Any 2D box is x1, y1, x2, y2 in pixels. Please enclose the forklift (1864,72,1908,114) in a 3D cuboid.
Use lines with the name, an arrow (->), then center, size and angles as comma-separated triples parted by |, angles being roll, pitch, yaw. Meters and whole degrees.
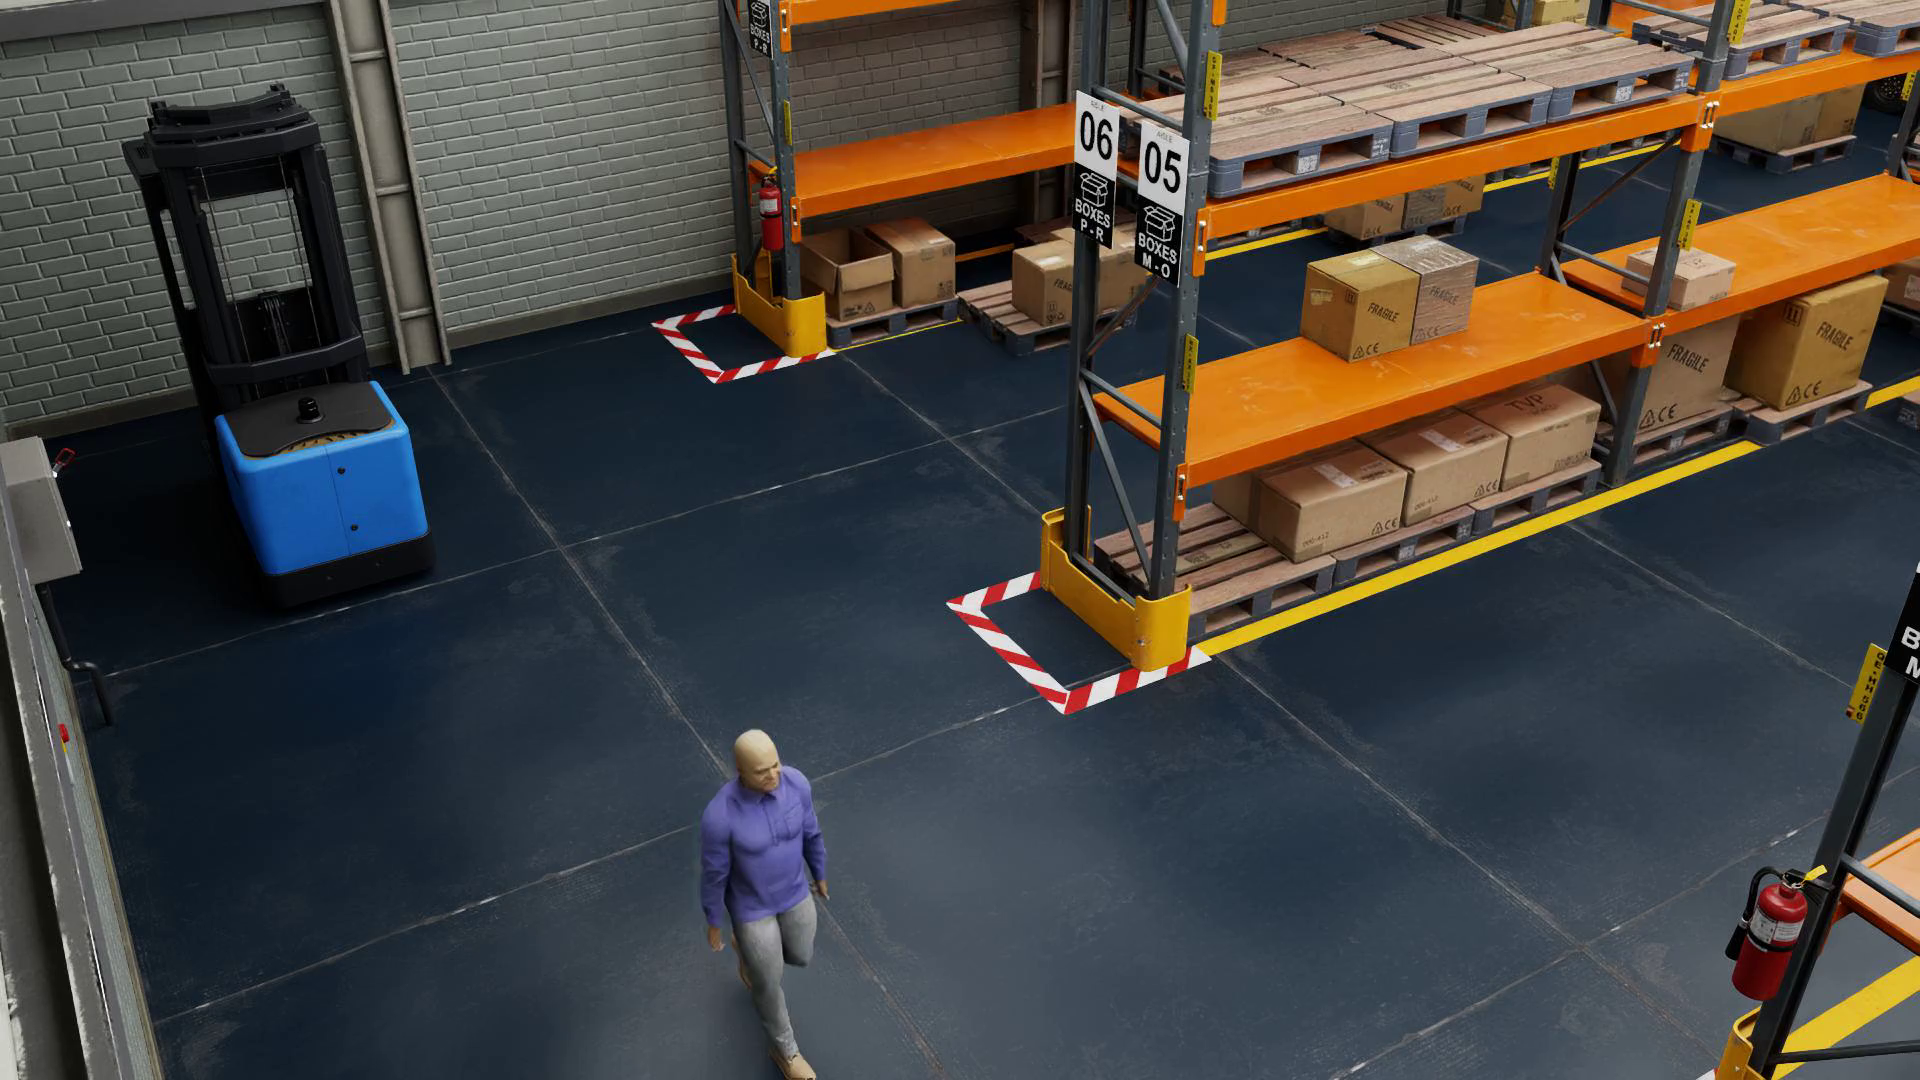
forklift -> 11.468, -5.645, 18.244 | 1.214, 2.155, 2.313 | -17, 36, -26

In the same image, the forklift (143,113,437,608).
forklift -> -4.289, -1.259, 10.509 | 1.129, 2.768, 1.873 | -17, 36, -26

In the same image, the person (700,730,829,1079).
person -> -0.856, 1.488, 7.096 | 0.592, 1.782, 0.685 | -22, 38, -31
